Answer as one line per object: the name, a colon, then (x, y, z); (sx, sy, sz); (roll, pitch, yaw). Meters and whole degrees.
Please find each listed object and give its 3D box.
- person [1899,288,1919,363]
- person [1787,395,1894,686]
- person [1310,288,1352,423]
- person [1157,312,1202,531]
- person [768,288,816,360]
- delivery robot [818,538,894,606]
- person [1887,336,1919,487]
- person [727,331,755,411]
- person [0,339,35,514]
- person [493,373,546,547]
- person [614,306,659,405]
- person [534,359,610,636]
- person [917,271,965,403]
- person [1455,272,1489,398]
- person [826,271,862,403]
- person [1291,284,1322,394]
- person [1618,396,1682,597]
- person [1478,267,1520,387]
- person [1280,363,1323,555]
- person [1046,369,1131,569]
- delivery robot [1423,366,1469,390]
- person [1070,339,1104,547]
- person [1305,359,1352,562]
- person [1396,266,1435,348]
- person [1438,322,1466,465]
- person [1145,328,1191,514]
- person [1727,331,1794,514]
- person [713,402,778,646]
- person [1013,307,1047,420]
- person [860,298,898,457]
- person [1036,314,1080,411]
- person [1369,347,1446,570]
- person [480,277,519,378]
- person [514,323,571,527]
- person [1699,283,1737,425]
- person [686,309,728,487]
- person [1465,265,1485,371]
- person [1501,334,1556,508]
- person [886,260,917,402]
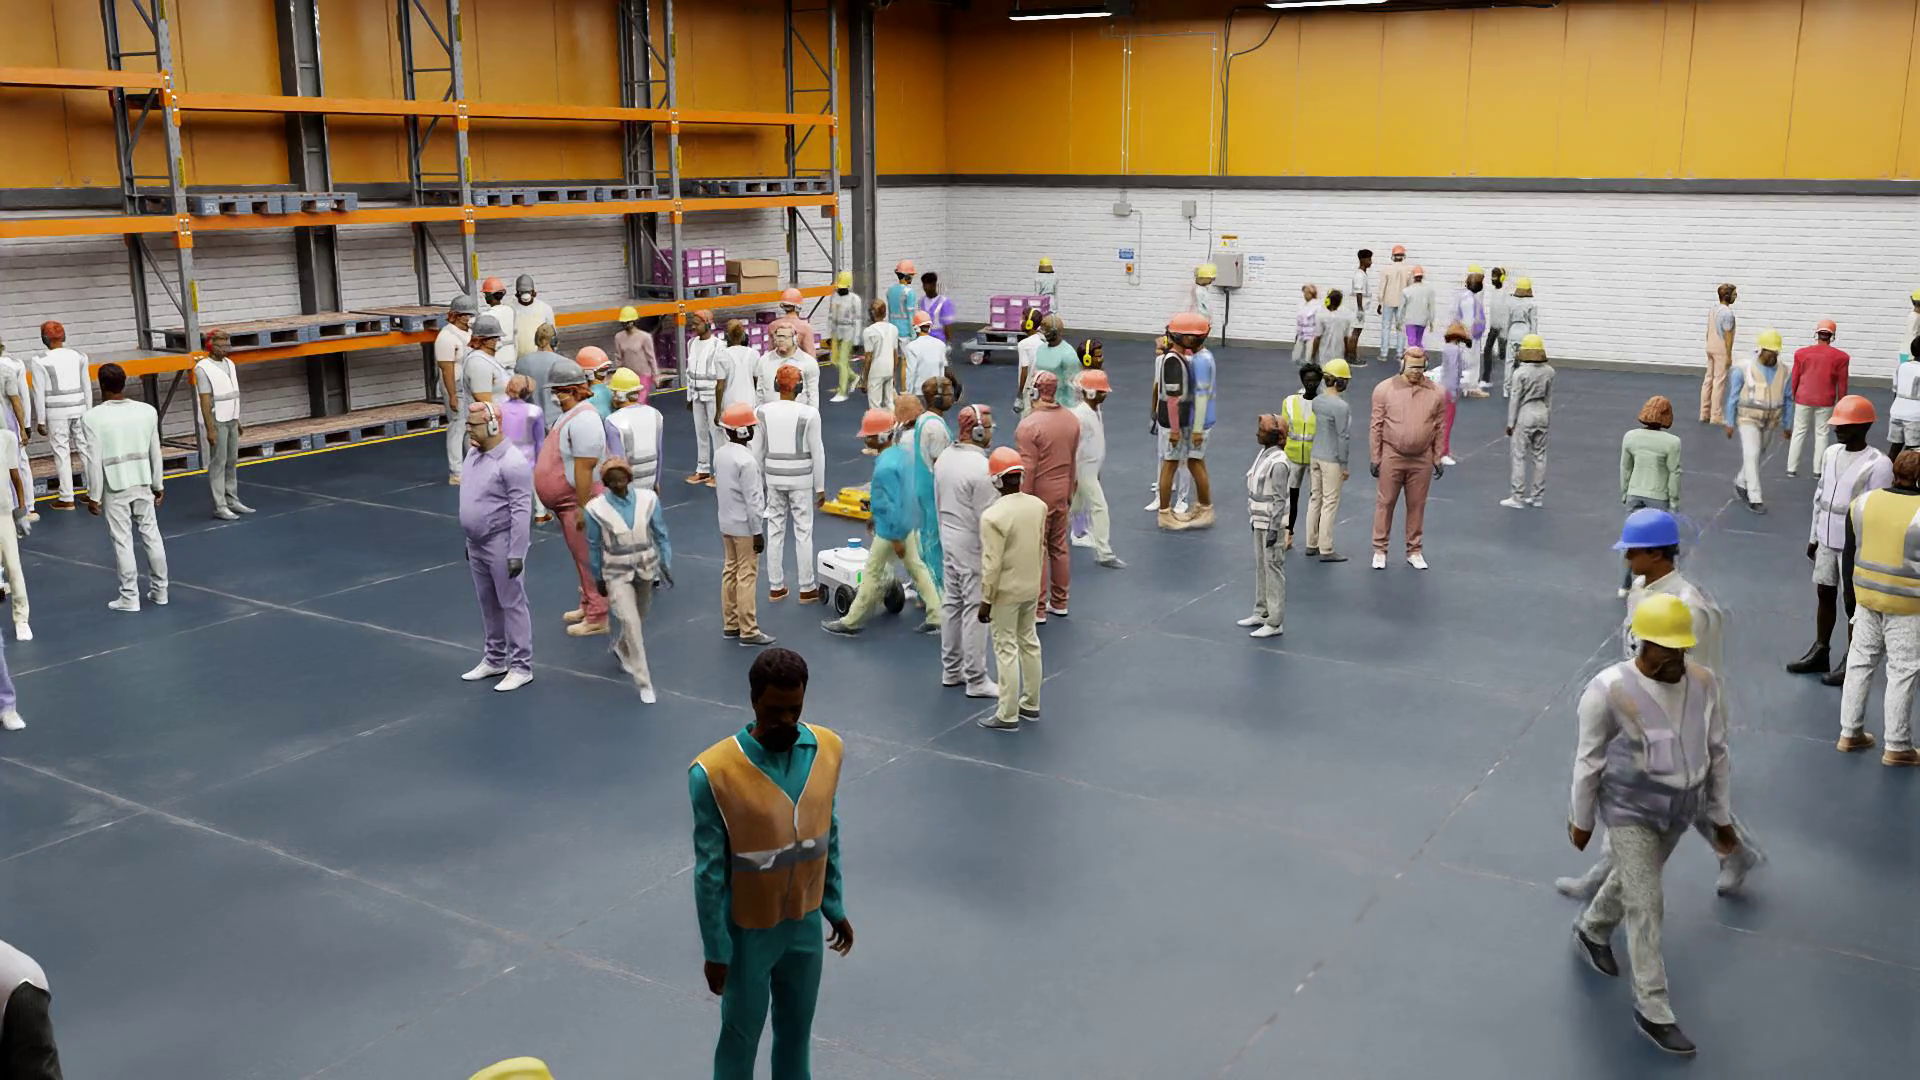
person: (12.636, -2.453, 22.046); (0.327, 1.769, 0.525); (9, 16, 33)
person: (5.840, 0.003, 11.021); (0.375, 1.935, 0.551); (-4, 14, -17)
person: (4.719, -2.263, 21.085); (0.517, 1.836, 0.814); (-8, 15, -30)
person: (2.052, -1.113, 15.631); (0.397, 2.043, 0.610); (2, 13, 10)
person: (-1.903, -1.876, 19.038); (0.615, 1.997, 0.373); (6, 14, 25)
delivery robot: (-0.812, 0.232, 12.850); (0.477, 0.478, 0.707); (-8, 15, -31)
person: (9.726, -1.254, 17.016); (0.318, 1.690, 0.535); (-2, 13, -9)
person: (-2.310, -1.391, 17.592); (0.322, 1.697, 0.532); (1, 13, 3)
person: (-9.154, -1.087, 15.861); (0.355, 1.887, 0.575); (9, 16, 35)
person: (-3.907, -0.652, 14.591); (0.534, 1.609, 0.631); (0, 13, 0)
person: (-3.888, -2.011, 20.255); (0.539, 1.720, 0.754); (6, 14, 25)
person: (-2.858, -0.332, 12.244); (0.535, 2.000, 0.686); (-5, 14, -19)
person: (-0.321, -2.778, 23.117); (0.606, 1.927, 0.844); (11, 17, 40)
person: (7.364, -2.980, 24.205); (0.699, 1.826, 0.636); (6, 14, 24)
person: (-1.634, -2.907, 23.750); (0.672, 1.880, 0.598); (13, 18, 43)
person: (5.147, -2.977, 24.613); (0.388, 1.624, 0.540); (-7, 15, -28)
person: (5.426, -0.321, 13.090); (0.285, 1.633, 0.499); (-10, 16, -37)
person: (8.239, -3.220, 25.231); (0.786, 1.843, 0.518); (-3, 13, -15)
person: (3.057, -0.717, 14.664); (0.533, 1.700, 0.319); (6, 14, 24)
person: (1.026, -0.619, 14.230); (0.863, 1.712, 0.567); (4, 13, 15)
delivery robot: (6.977, -2.331, 23.966); (0.707, 0.478, 0.477); (-6, 14, -23)
person: (1.154, -0.875, 14.975); (0.327, 1.872, 0.516); (1, 13, 3)
person: (3.216, -0.689, 14.420); (0.338, 1.761, 0.525); (-4, 14, -18)
person: (7.333, -3.564, 26.941); (0.590, 1.720, 0.791); (-1, 13, -6)
person: (5.610, -1.689, 19.082); (0.330, 1.615, 0.595); (2, 13, 8)
person: (2.087, -1.190, 16.334); (0.513, 1.875, 0.328); (9, 16, 34)
person: (7.987, -1.207, 16.615); (0.606, 1.788, 0.912); (0, 13, -2)
person: (-1.554, -0.117, 11.934); (0.318, 1.756, 0.563); (-8, 15, -32)
person: (0.764, -1.568, 18.004); (0.321, 1.861, 0.532); (10, 16, 37)
person: (-0.948, -1.900, 19.476); (0.344, 1.846, 0.506); (13, 18, 43)
person: (0.943, -1.287, 16.621); (0.379, 1.937, 0.629); (-8, 15, -30)
person: (3.790, -0.689, 14.105); (0.638, 1.902, 0.407); (0, 13, 1)
person: (-5.591, -2.156, 20.150); (0.378, 2.045, 0.605); (6, 14, 24)
person: (-3.880, -1.083, 15.735); (0.636, 1.933, 0.354); (4, 13, 15)
person: (9.954, -2.430, 21.776); (0.346, 1.846, 0.505); (-1, 13, -6)
person: (-2.700, -1.512, 17.705); (0.587, 1.882, 0.342); (10, 16, 37)
person: (8.281, -3.551, 26.823); (0.323, 1.764, 0.523); (6, 14, 26)
person: (5.692, -1.190, 16.642); (0.486, 1.739, 0.320); (-4, 14, -17)
person: (-0.792, -2.937, 23.580); (0.417, 2.034, 0.604); (-10, 16, -37)
